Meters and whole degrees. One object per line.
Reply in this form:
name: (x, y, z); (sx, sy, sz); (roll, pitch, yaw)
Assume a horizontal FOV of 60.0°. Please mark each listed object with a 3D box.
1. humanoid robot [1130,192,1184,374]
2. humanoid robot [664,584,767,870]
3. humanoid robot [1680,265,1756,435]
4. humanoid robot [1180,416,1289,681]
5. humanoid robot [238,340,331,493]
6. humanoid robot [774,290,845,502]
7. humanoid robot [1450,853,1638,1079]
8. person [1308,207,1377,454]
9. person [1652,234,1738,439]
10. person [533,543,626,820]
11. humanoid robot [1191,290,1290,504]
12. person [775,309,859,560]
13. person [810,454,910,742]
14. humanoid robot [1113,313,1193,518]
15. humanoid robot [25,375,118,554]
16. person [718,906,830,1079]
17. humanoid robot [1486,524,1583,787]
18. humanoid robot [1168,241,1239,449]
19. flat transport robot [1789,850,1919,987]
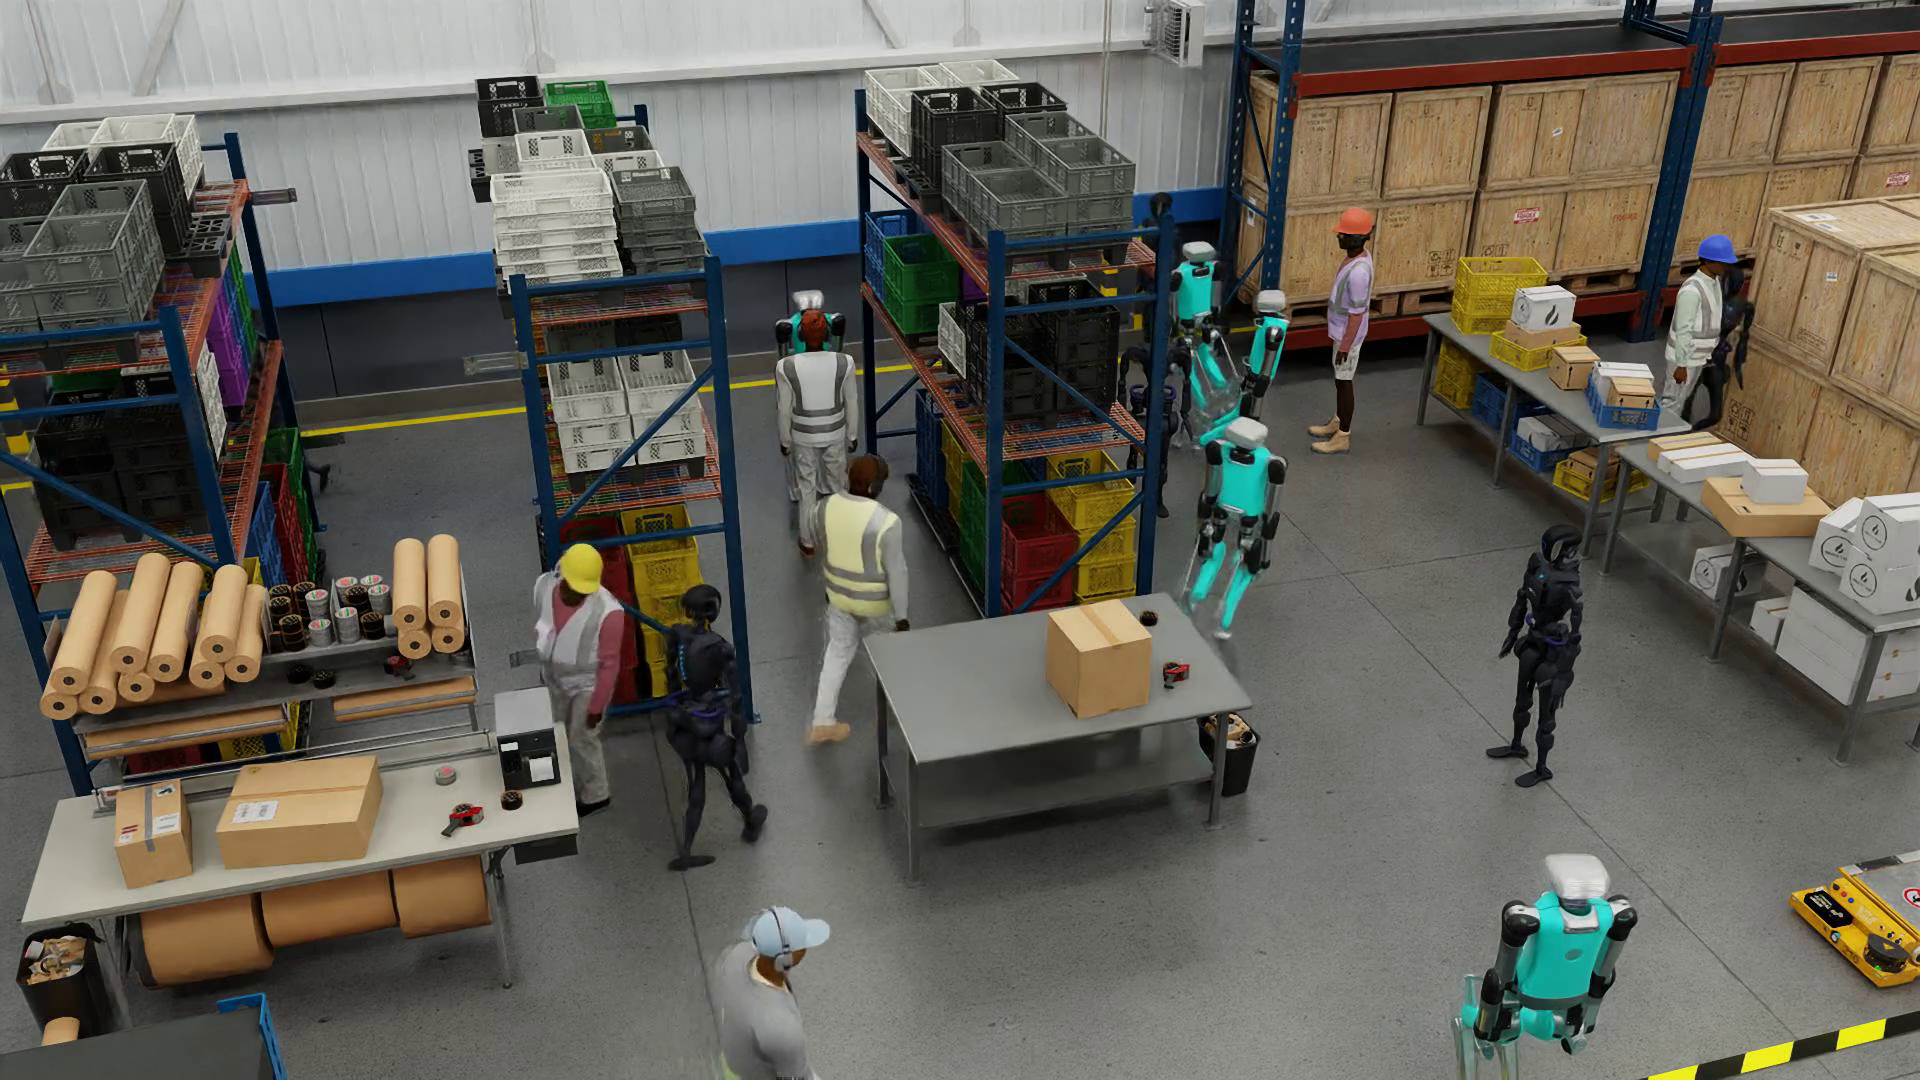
humanoid robot: (1.829, -2.326, 14.925); (0.396, 1.639, 0.591); (-18, 34, -30)
humanoid robot: (-1.366, 0.998, 8.924); (0.589, 1.632, 0.663); (20, 34, 31)
humanoid robot: (5.945, -1.412, 13.264); (0.602, 1.646, 0.409); (-2, 29, -3)
humanoid robot: (1.637, 0.138, 10.382); (0.542, 1.790, 0.673); (18, 33, 29)
humanoid robot: (-5.184, -0.987, 12.510); (0.586, 1.639, 0.602); (-5, 29, -10)
humanoid robot: (-1.183, -1.141, 12.667); (0.530, 1.732, 0.747); (-10, 30, -18)
humanoid robot: (2.379, 1.887, 7.064); (0.533, 1.677, 0.735); (-3, 29, -5)
person: (3.081, -1.671, 13.363); (0.372, 2.043, 0.604); (4, 29, 8)
person: (5.741, -1.464, 13.082); (0.381, 1.948, 0.604); (20, 35, 32)
person: (-2.112, 0.777, 9.191); (0.641, 1.773, 0.414); (17, 33, 29)
humanoid robot: (2.025, -1.042, 12.474); (0.767, 1.723, 0.531); (3, 29, 5)
person: (-1.003, -0.741, 11.834); (0.578, 1.882, 0.353); (-6, 29, -10)
person: (-0.579, 0.348, 9.969); (0.689, 1.774, 0.981); (15, 32, 26)
humanoid robot: (1.443, -0.936, 12.384); (0.599, 1.659, 0.315); (0, 29, 0)
humanoid robot: (-6.445, -0.683, 11.906); (0.548, 1.728, 0.966); (8, 30, 15)
person: (-0.685, 2.181, 6.600); (0.940, 1.800, 0.600); (-9, 30, -16)
humanoid robot: (3.331, 0.649, 9.503); (0.315, 1.657, 0.599); (-7, 30, -13)
humanoid robot: (1.973, -1.452, 13.261); (0.544, 1.772, 0.743); (-16, 33, -26)
flat transport robot: (5.163, 1.916, 8.676); (1.431, 0.231, 0.659); (-8, 30, -14)
